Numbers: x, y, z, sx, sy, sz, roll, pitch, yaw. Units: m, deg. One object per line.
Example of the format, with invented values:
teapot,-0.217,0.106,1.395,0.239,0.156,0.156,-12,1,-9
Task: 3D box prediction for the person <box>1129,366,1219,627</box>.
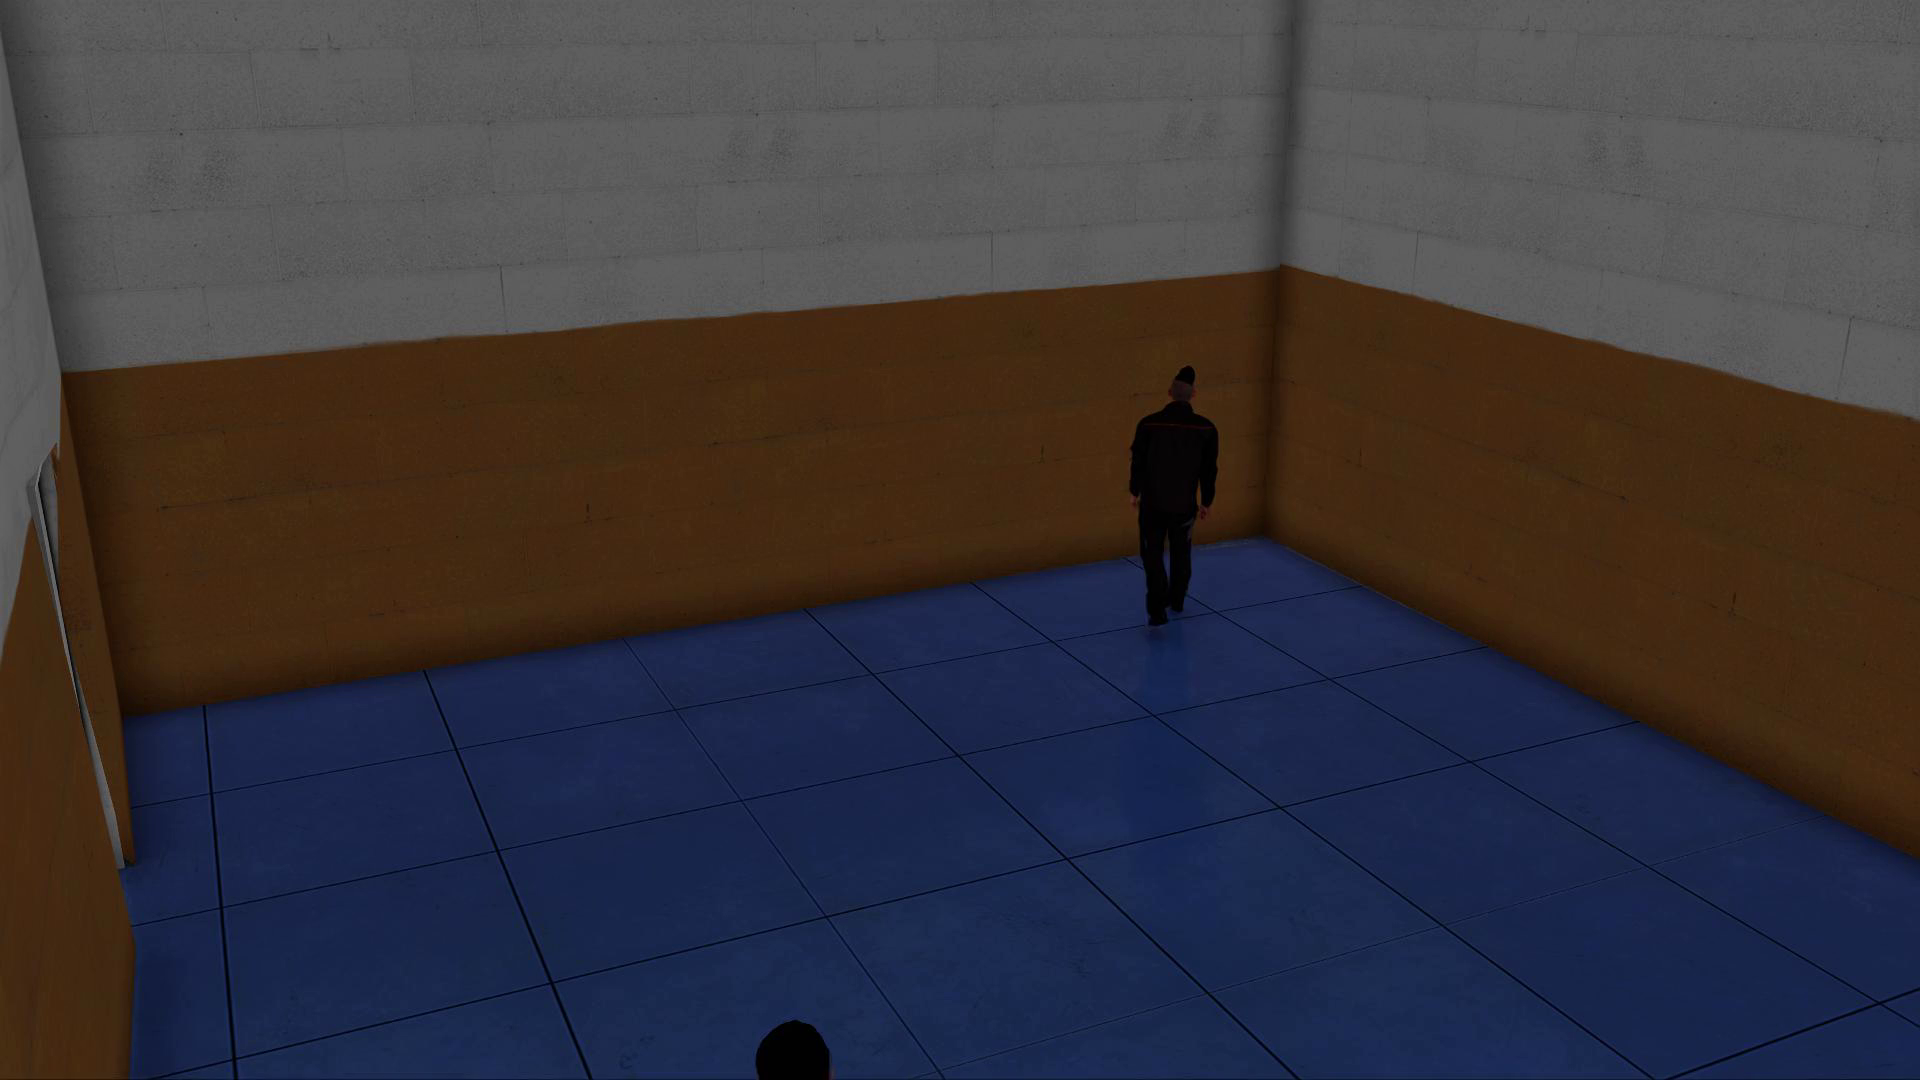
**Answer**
person,1.437,-0.279,11.435,1.084,1.839,1.041,-1,19,-3
